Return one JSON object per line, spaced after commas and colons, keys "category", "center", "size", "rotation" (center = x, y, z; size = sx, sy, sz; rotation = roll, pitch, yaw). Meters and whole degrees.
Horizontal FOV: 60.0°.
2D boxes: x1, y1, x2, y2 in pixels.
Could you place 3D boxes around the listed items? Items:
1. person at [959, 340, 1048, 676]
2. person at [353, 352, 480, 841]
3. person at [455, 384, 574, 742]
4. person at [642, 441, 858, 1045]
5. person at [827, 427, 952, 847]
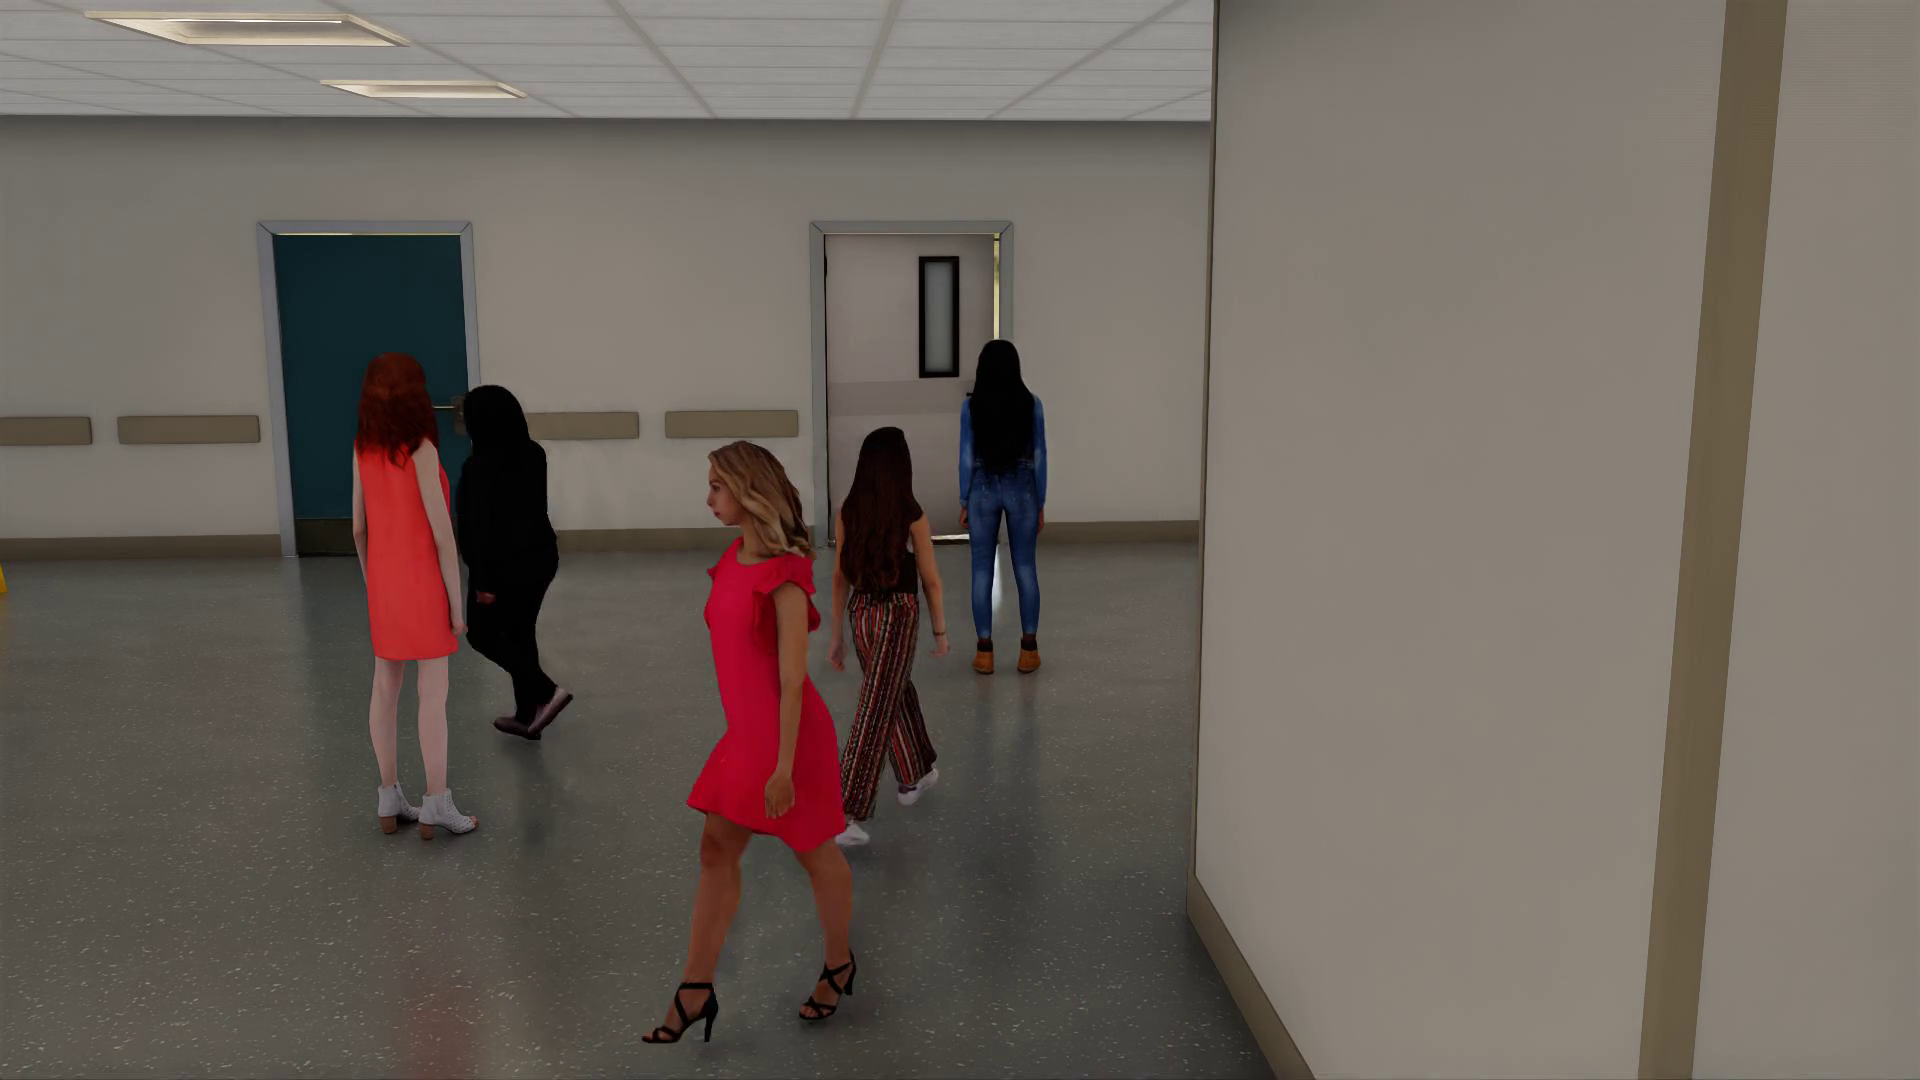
{"category": "person", "center": [0.220, -0.169, 8.526], "size": [0.487, 1.712, 0.684], "rotation": [0, 11, 2]}
{"category": "person", "center": [-2.063, 0.213, 6.204], "size": [0.613, 1.828, 0.725], "rotation": [5, 12, 26]}
{"category": "person", "center": [-1.889, 0.132, 7.253], "size": [0.899, 1.596, 0.830], "rotation": [5, 12, 23]}
{"category": "person", "center": [-0.433, 0.568, 4.686], "size": [1.015, 1.695, 0.882], "rotation": [-8, 14, -37]}
{"category": "person", "center": [-0.318, 0.382, 6.134], "size": [1.114, 1.522, 1.014], "rotation": [5, 12, 26]}
